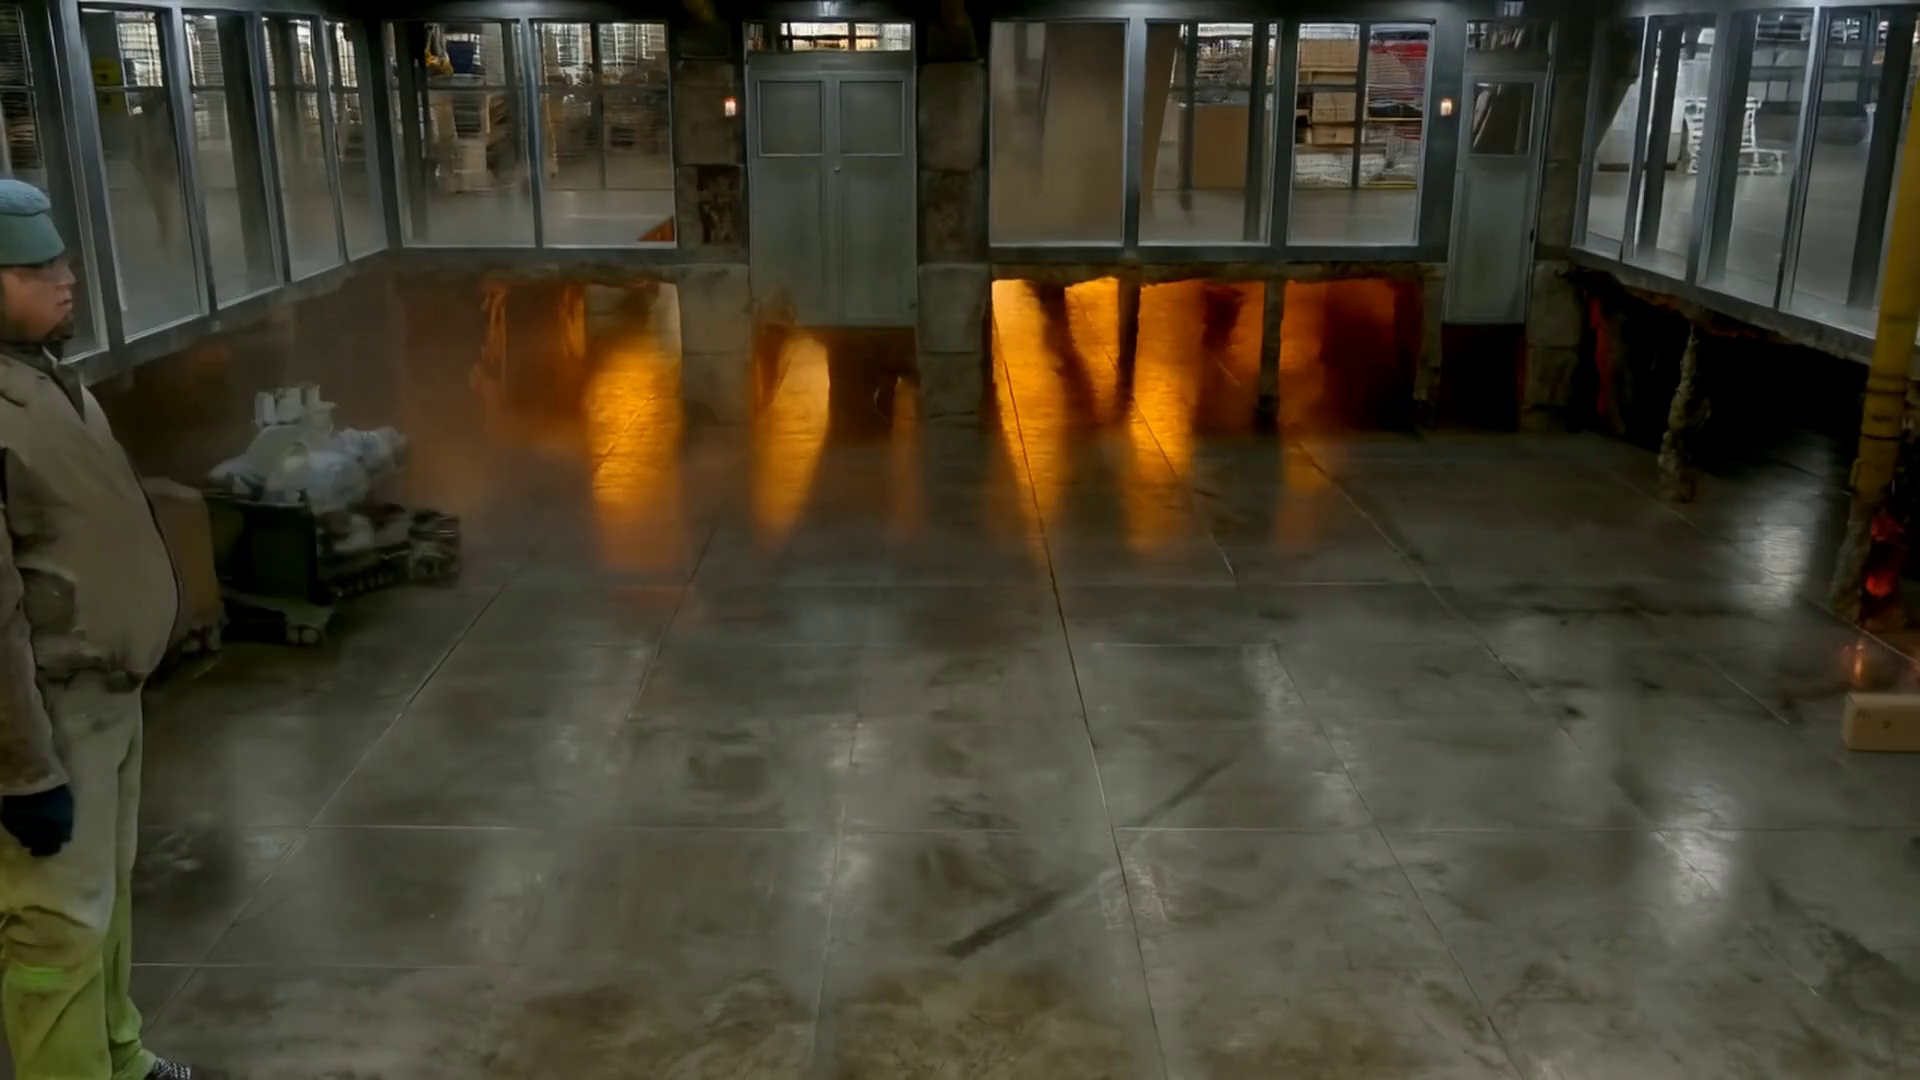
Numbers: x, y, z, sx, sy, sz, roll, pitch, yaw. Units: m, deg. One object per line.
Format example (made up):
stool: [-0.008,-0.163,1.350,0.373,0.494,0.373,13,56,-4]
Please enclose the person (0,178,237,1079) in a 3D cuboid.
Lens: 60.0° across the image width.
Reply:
person: [-1.633,0.311,3.049,0.410,1.909,0.642,-5,17,-16]
